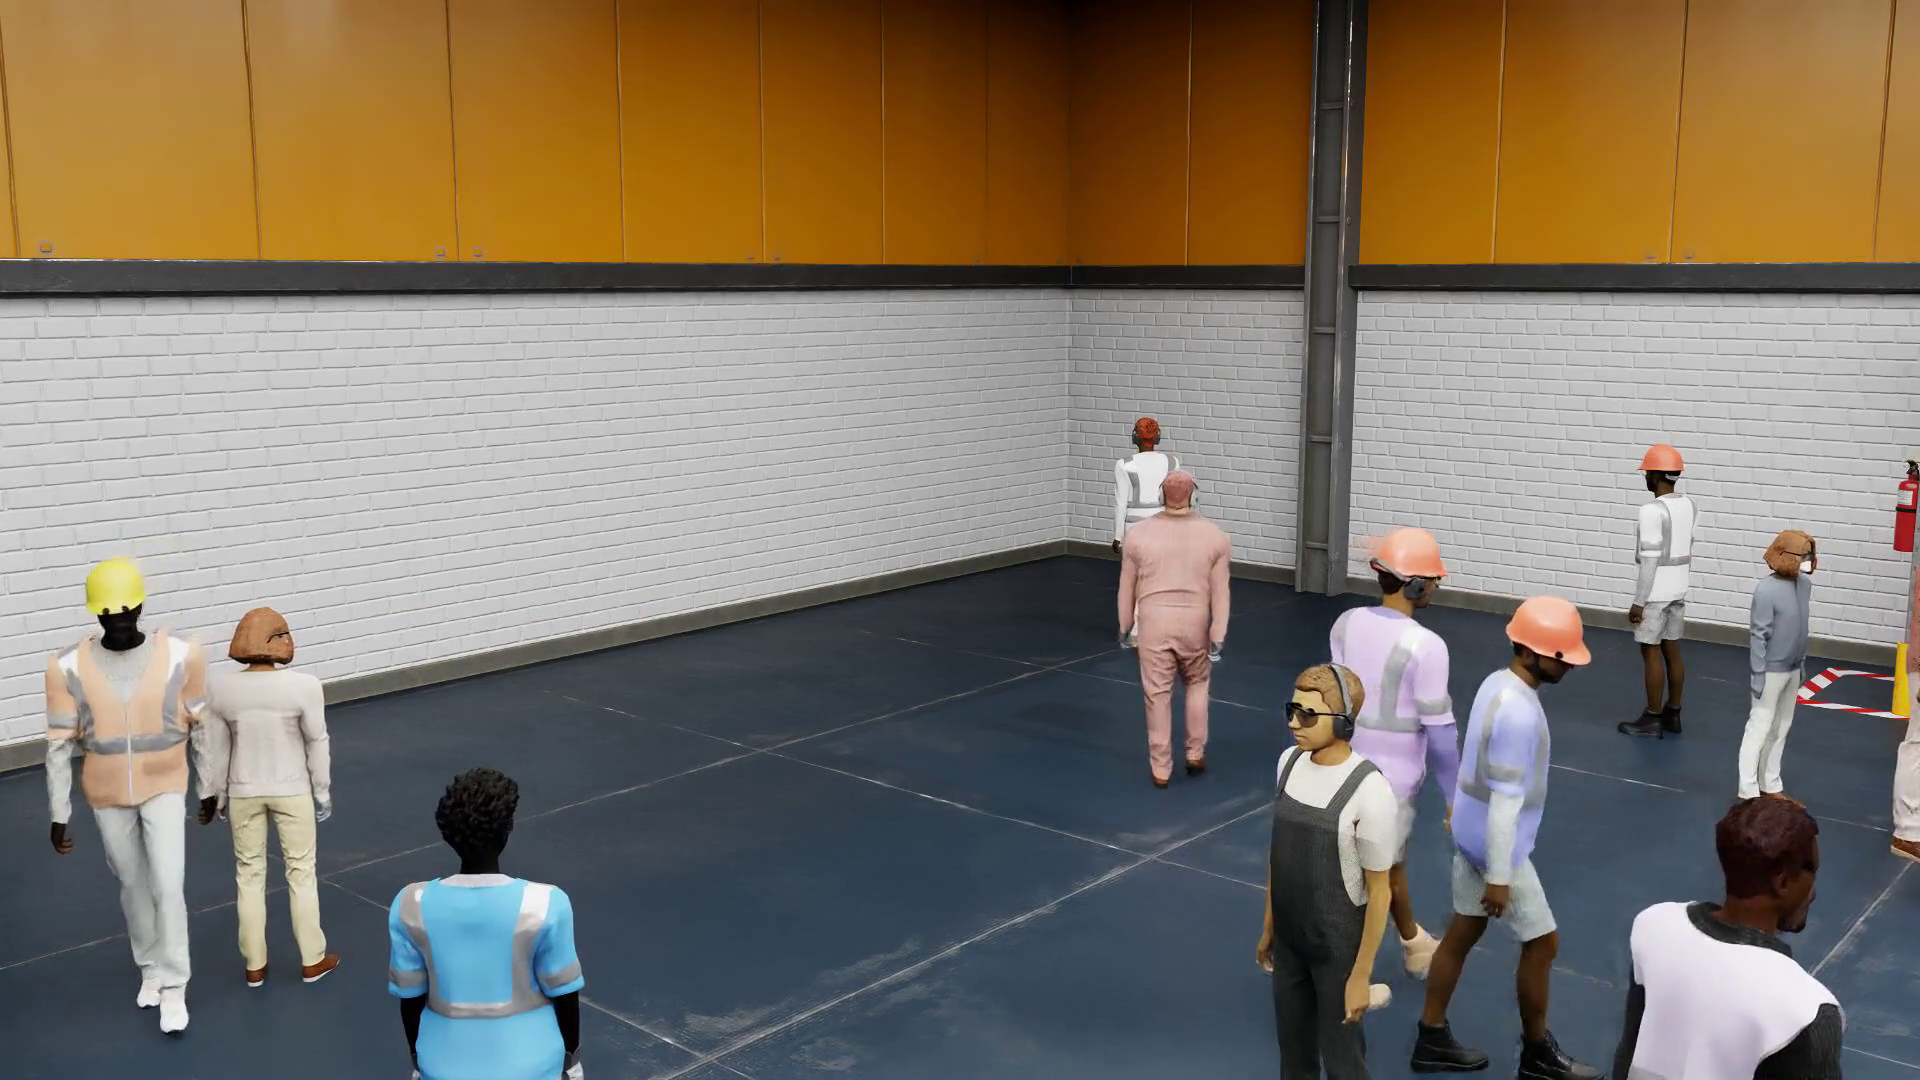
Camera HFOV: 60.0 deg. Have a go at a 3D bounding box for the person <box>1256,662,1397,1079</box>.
[{"bbox_3d":[1.131,1.286,5.253,0.342,1.846,0.509,-5,10,-30],"label":"person"}]

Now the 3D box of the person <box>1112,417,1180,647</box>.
[{"bbox_3d":[1.516,-0.062,13.601,0.576,1.882,0.355,-3,9,-17],"label":"person"}]

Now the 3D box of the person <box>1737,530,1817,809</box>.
[{"bbox_3d":[4.606,0.743,9.354,0.500,1.625,0.277,-7,11,-36],"label":"person"}]

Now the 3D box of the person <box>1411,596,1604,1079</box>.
[{"bbox_3d":[2.082,1.120,6.167,0.802,1.881,0.654,1,9,8],"label":"person"}]

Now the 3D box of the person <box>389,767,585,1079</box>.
[{"bbox_3d":[-1.293,1.462,4.613,0.533,1.698,0.318,0,9,1],"label":"person"}]

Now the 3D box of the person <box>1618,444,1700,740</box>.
[{"bbox_3d":[4.577,0.335,10.937,0.552,1.935,0.373,-7,11,-36],"label":"person"}]

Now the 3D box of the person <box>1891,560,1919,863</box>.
[{"bbox_3d":[5.129,0.679,8.625,0.614,1.985,0.405,-8,12,-41],"label":"person"}]

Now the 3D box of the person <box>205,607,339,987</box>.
[{"bbox_3d":[-2.945,1.096,7.113,0.501,1.631,0.287,-1,9,-6],"label":"person"}]

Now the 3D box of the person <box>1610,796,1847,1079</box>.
[{"bbox_3d":[1.828,1.500,3.850,1.019,1.859,0.608,-2,9,-11],"label":"person"}]

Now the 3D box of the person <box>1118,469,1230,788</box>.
[{"bbox_3d":[1.267,0.515,9.970,0.657,1.889,0.634,1,9,4],"label":"person"}]

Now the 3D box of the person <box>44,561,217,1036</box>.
[{"bbox_3d":[-3.332,1.032,6.681,0.604,1.893,0.809,-3,10,-19],"label":"person"}]

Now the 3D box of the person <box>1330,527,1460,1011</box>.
[{"bbox_3d":[1.879,0.943,6.896,0.907,2.004,0.627,-4,10,-24],"label":"person"}]
